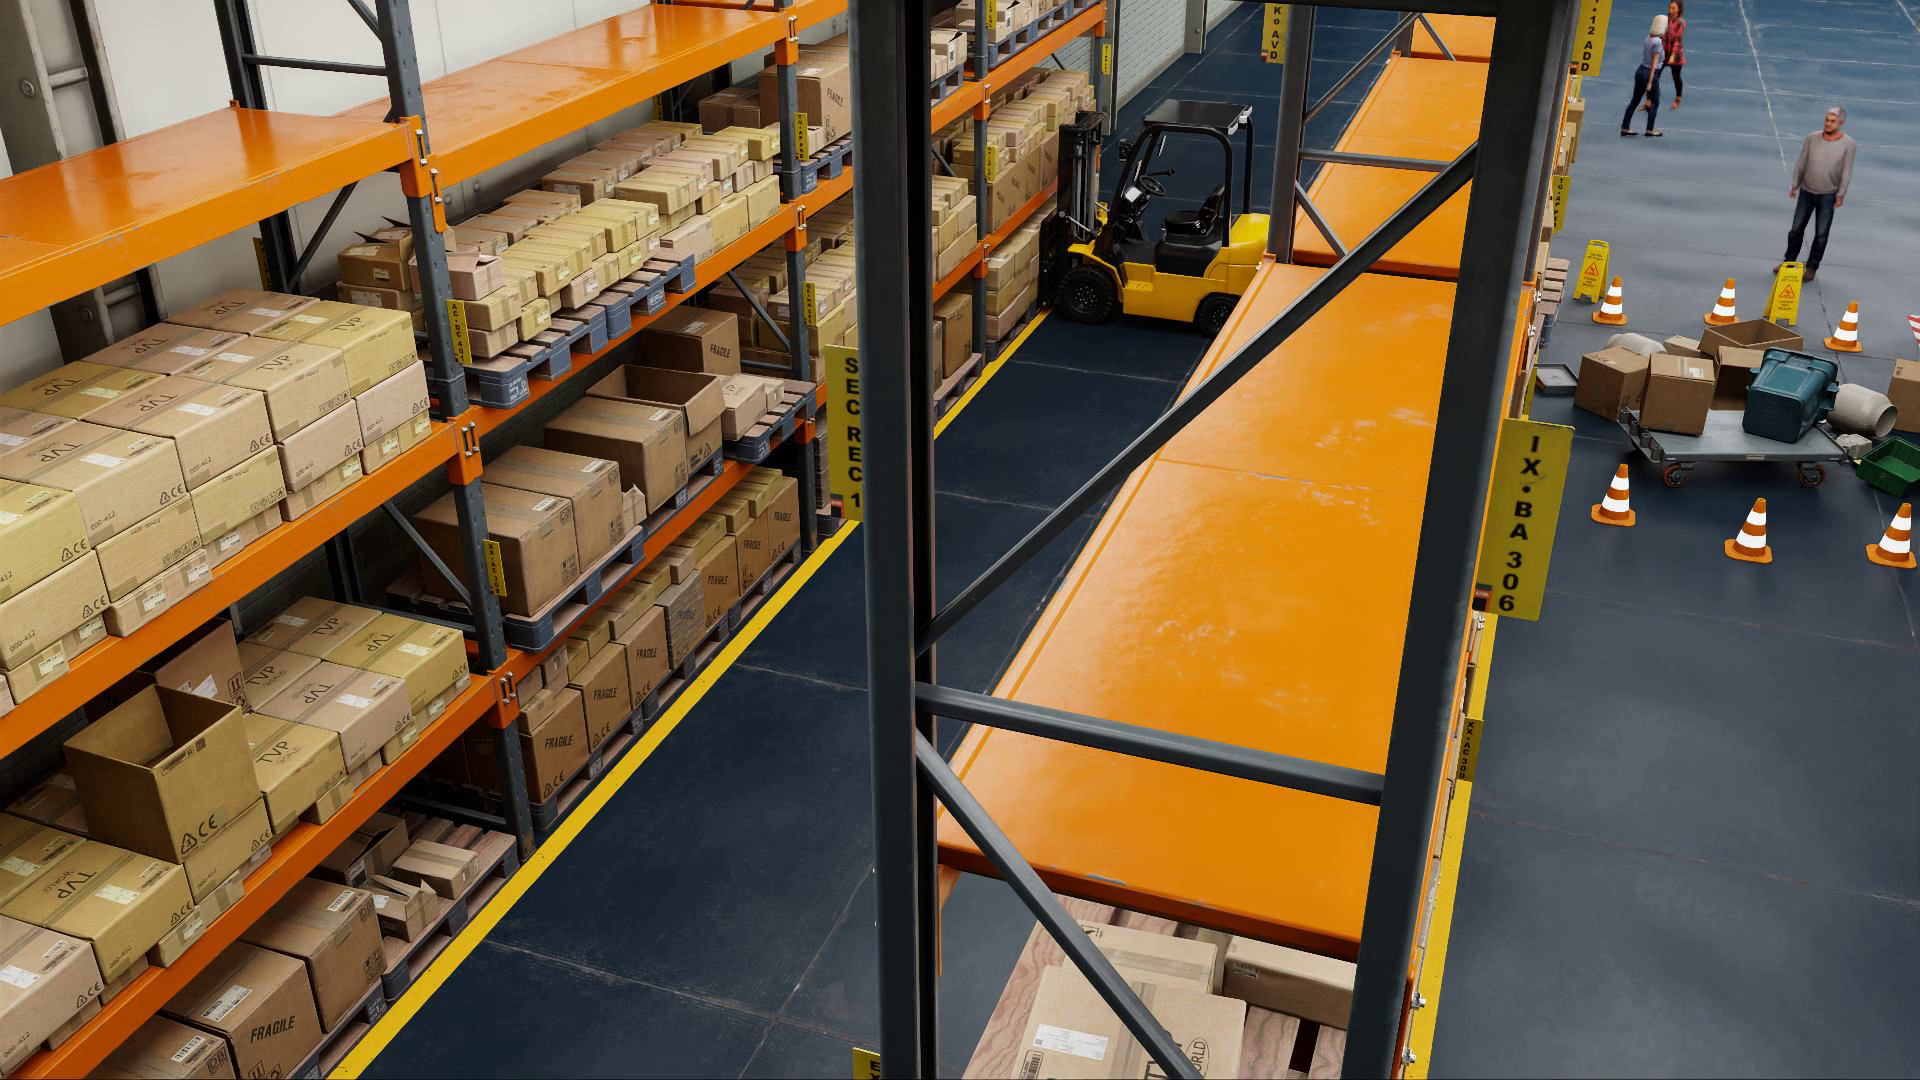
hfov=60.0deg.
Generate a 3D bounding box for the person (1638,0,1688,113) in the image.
[{"bbox_3d":[10.761,-7.283,25.080,1.179,1.656,1.067,-16,32,-27],"label":"person"}]

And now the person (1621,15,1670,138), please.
[{"bbox_3d":[9.730,-6.607,23.765,0.865,1.701,0.851,-3,28,-6],"label":"person"}]

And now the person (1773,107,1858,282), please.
[{"bbox_3d":[9.474,-3.835,18.342,0.802,1.904,0.833,-25,37,-38],"label":"person"}]
